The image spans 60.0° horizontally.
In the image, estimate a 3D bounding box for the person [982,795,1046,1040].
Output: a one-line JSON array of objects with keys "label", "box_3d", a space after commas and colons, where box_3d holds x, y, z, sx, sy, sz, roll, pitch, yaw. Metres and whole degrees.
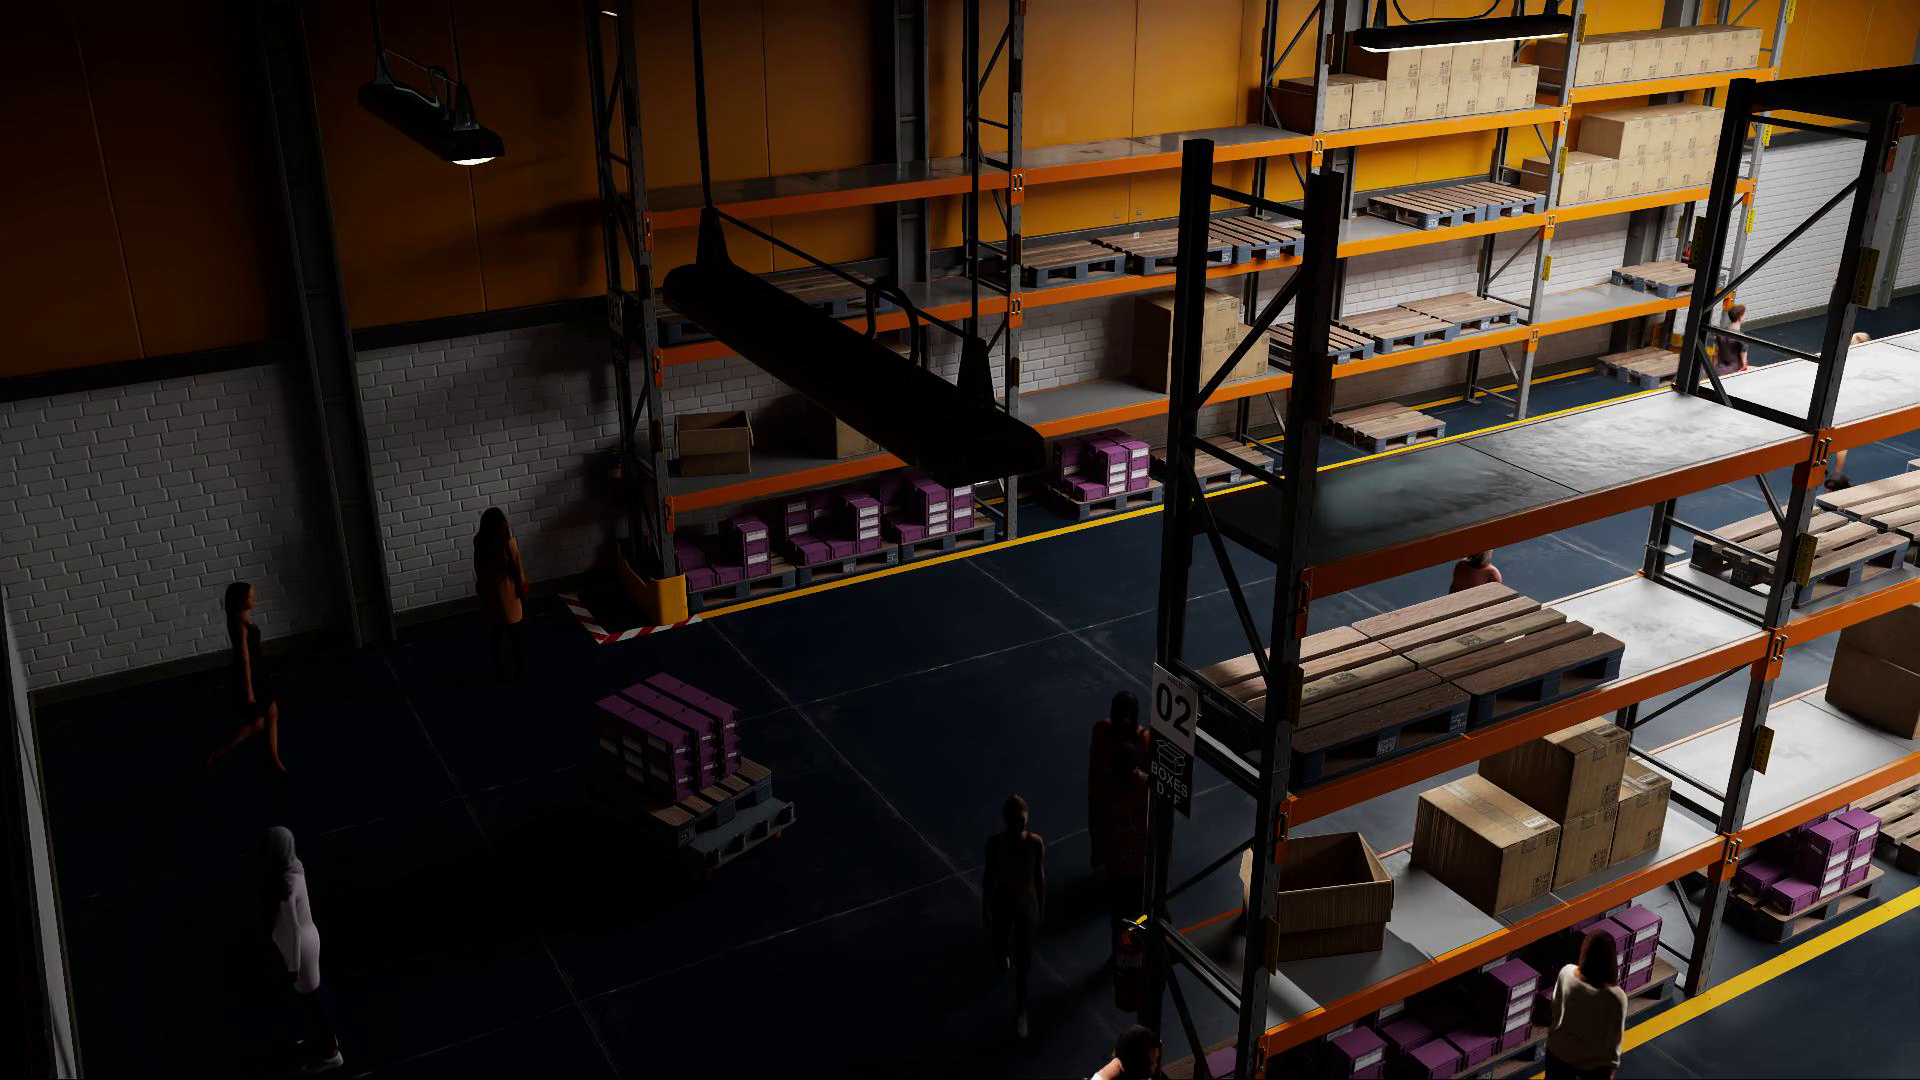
[{"label": "person", "box_3d": [0.350, 2.392, 10.966, 1.011, 1.684, 0.929, -1, 24, -2]}]

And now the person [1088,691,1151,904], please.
[{"label": "person", "box_3d": [1.198, 1.835, 12.274, 0.941, 1.657, 1.064, 11, 26, 23]}]

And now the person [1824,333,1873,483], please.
[{"label": "person", "box_3d": [10.616, -1.616, 19.933, 0.529, 1.845, 0.624, -11, 26, -24]}]

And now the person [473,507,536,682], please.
[{"label": "person", "box_3d": [-4.207, 0.492, 15.274, 0.757, 1.714, 0.828, 5, 24, 11]}]

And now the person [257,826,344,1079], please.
[{"label": "person", "box_3d": [-4.147, 2.565, 10.456, 0.596, 1.775, 0.645, -8, 25, -18]}]

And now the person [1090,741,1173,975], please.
[{"label": "person", "box_3d": [1.213, 2.131, 11.435, 0.875, 1.787, 0.962, 16, 28, 32]}]

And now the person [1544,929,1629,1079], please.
[{"label": "person", "box_3d": [3.537, 3.003, 9.590, 0.927, 1.667, 0.751, -19, 30, -37]}]

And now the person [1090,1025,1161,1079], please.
[{"label": "person", "box_3d": [0.798, 3.291, 8.957, 0.992, 1.646, 1.073, 21, 31, 40]}]

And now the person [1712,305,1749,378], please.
[{"label": "person", "box_3d": [9.543, -2.012, 20.856, 1.040, 1.832, 0.785, -8, 25, -17]}]

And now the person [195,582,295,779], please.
[{"label": "person", "box_3d": [-5.858, 1.211, 13.504, 0.959, 1.815, 0.675, -11, 26, -24]}]

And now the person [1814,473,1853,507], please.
[{"label": "person", "box_3d": [8.349, 0.145, 16.128, 1.174, 1.667, 0.646, -16, 28, -33]}]
